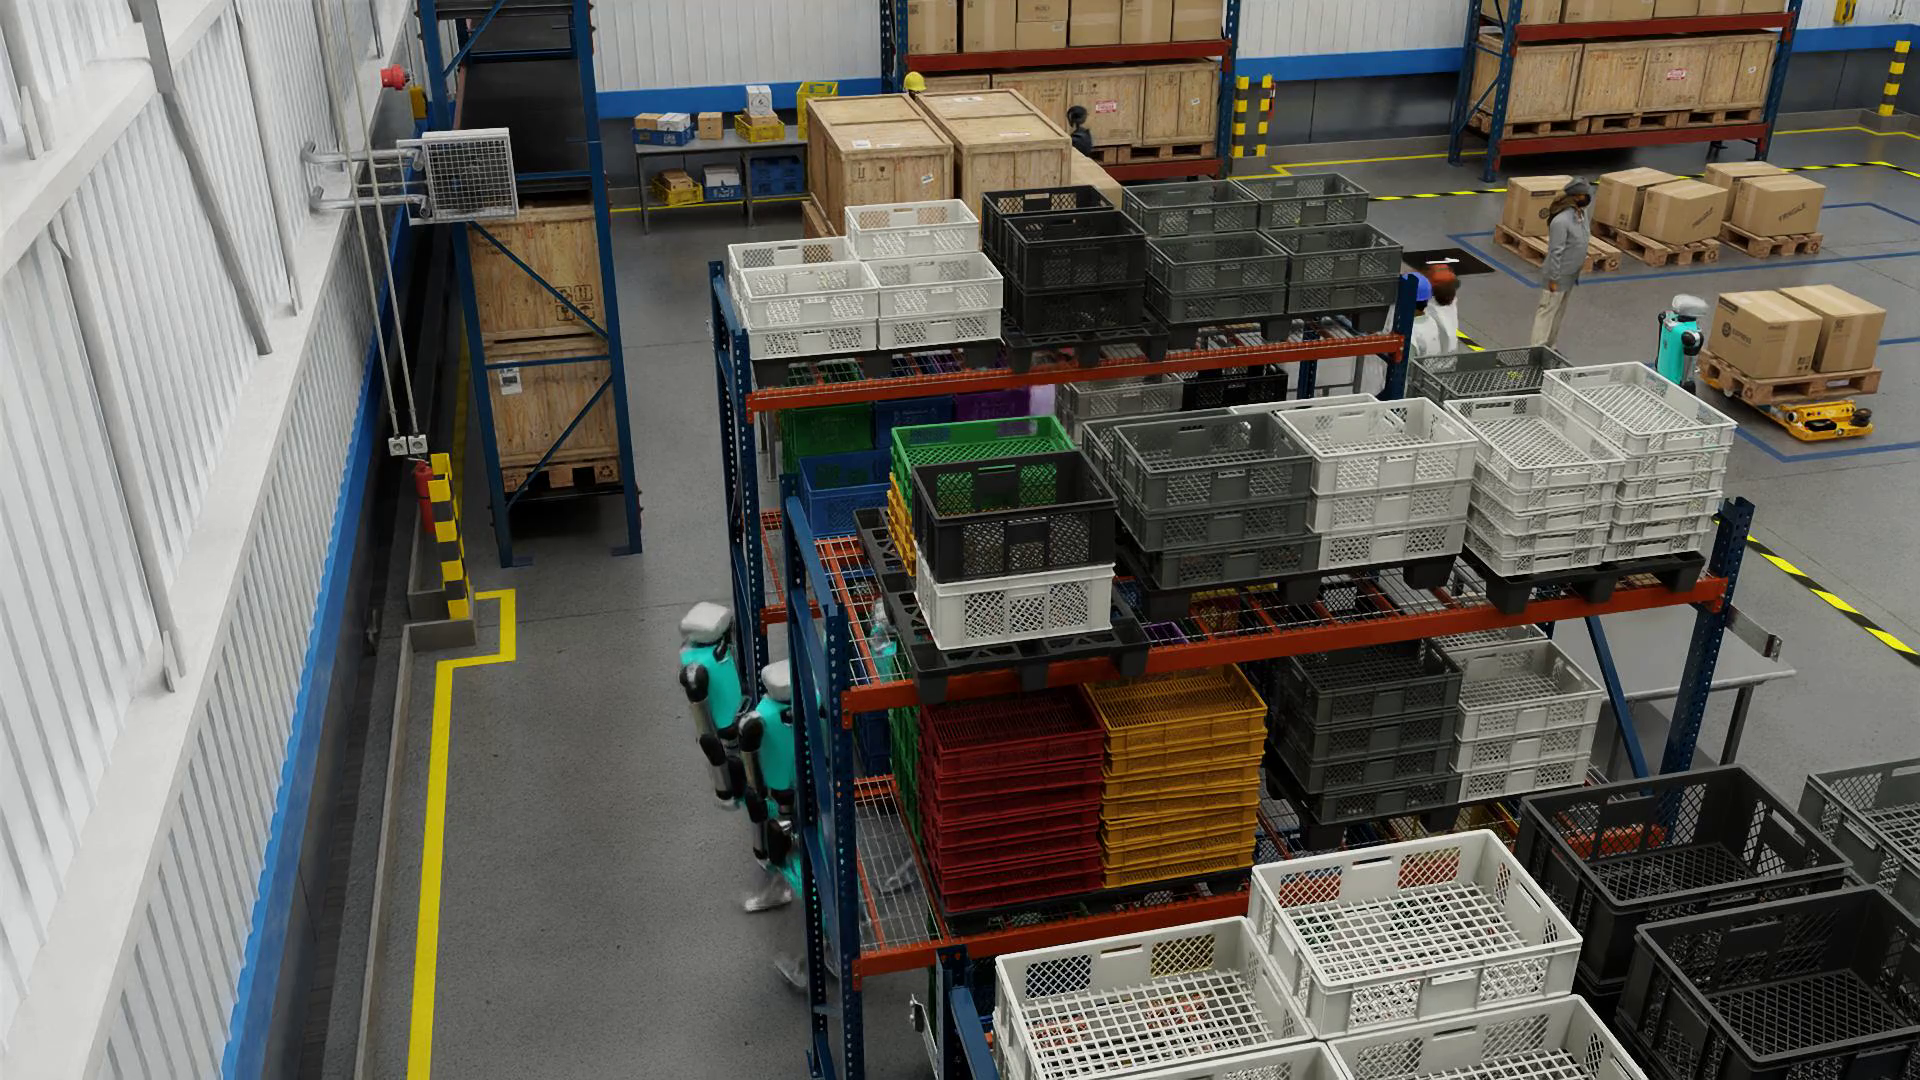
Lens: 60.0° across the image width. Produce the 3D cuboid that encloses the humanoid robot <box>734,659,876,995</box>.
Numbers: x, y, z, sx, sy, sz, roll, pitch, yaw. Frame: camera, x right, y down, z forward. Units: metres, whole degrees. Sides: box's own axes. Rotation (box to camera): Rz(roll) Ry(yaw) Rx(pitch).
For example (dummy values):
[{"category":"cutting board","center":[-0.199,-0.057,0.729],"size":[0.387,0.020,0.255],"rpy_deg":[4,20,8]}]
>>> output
[{"category":"humanoid robot","center":[-0.648,1.420,7.736],"size":[0.531,1.756,0.665],"rpy_deg":[-21,34,-34]}]

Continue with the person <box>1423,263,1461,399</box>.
[{"category":"person","center":[3.666,-1.237,12.692],"size":[0.462,1.850,0.617],"rpy_deg":[13,30,23]}]

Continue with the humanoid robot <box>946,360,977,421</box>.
[{"category":"humanoid robot","center":[0.107,-0.529,11.604],"size":[0.775,1.613,0.616],"rpy_deg":[-9,29,-17]}]

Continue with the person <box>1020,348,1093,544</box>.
[{"category":"person","center":[0.617,-0.440,11.017],"size":[0.559,2.004,0.654],"rpy_deg":[-25,37,-39]}]

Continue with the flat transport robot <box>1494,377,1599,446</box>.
[{"category":"flat transport robot","center":[4.780,-1.036,14.013],"size":[0.659,0.231,1.431],"rpy_deg":[-6,28,-12]}]

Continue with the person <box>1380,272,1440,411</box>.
[{"category":"person","center":[3.240,-1.011,12.163],"size":[0.403,1.946,0.609],"rpy_deg":[16,32,27]}]

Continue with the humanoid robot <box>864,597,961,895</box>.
[{"category":"humanoid robot","center":[-0.069,1.021,8.535],"size":[0.857,1.767,0.537],"rpy_deg":[-13,30,-23]}]

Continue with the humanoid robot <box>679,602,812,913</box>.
[{"category":"humanoid robot","center":[-0.958,1.142,8.323],"size":[0.770,1.788,0.531],"rpy_deg":[4,28,7]}]

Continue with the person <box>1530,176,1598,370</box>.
[{"category":"person","center":[5.422,-2.412,15.010],"size":[0.398,1.768,0.574],"rpy_deg":[21,34,34]}]

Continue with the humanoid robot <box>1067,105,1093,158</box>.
[{"category":"humanoid robot","center":[1.307,-3.812,17.772],"size":[0.382,1.638,0.609],"rpy_deg":[10,29,18]}]

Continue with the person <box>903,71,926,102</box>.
[{"category":"person","center":[-0.507,-4.286,18.499],"size":[0.589,1.833,0.404],"rpy_deg":[-21,34,-34]}]

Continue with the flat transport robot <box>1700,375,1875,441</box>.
[{"category":"flat transport robot","center":[7.143,-1.253,14.394],"size":[0.652,0.197,1.431],"rpy_deg":[-6,28,-12]}]

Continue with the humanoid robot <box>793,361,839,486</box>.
[{"category":"humanoid robot","center":[-0.995,-0.679,11.815],"size":[0.601,1.646,0.370],"rpy_deg":[12,30,21]}]

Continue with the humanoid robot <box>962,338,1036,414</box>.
[{"category":"humanoid robot","center":[0.292,-0.492,11.336],"size":[0.531,1.724,0.728],"rpy_deg":[-3,28,-7]}]

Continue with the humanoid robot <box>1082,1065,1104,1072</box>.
[{"category":"humanoid robot","center":[0.391,2.397,5.982],"size":[0.309,1.653,0.610],"rpy_deg":[10,30,19]}]

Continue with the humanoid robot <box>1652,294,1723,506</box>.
[{"category":"humanoid robot","center":[5.414,-0.995,12.215],"size":[0.735,1.677,0.533],"rpy_deg":[-1,28,-2]}]
